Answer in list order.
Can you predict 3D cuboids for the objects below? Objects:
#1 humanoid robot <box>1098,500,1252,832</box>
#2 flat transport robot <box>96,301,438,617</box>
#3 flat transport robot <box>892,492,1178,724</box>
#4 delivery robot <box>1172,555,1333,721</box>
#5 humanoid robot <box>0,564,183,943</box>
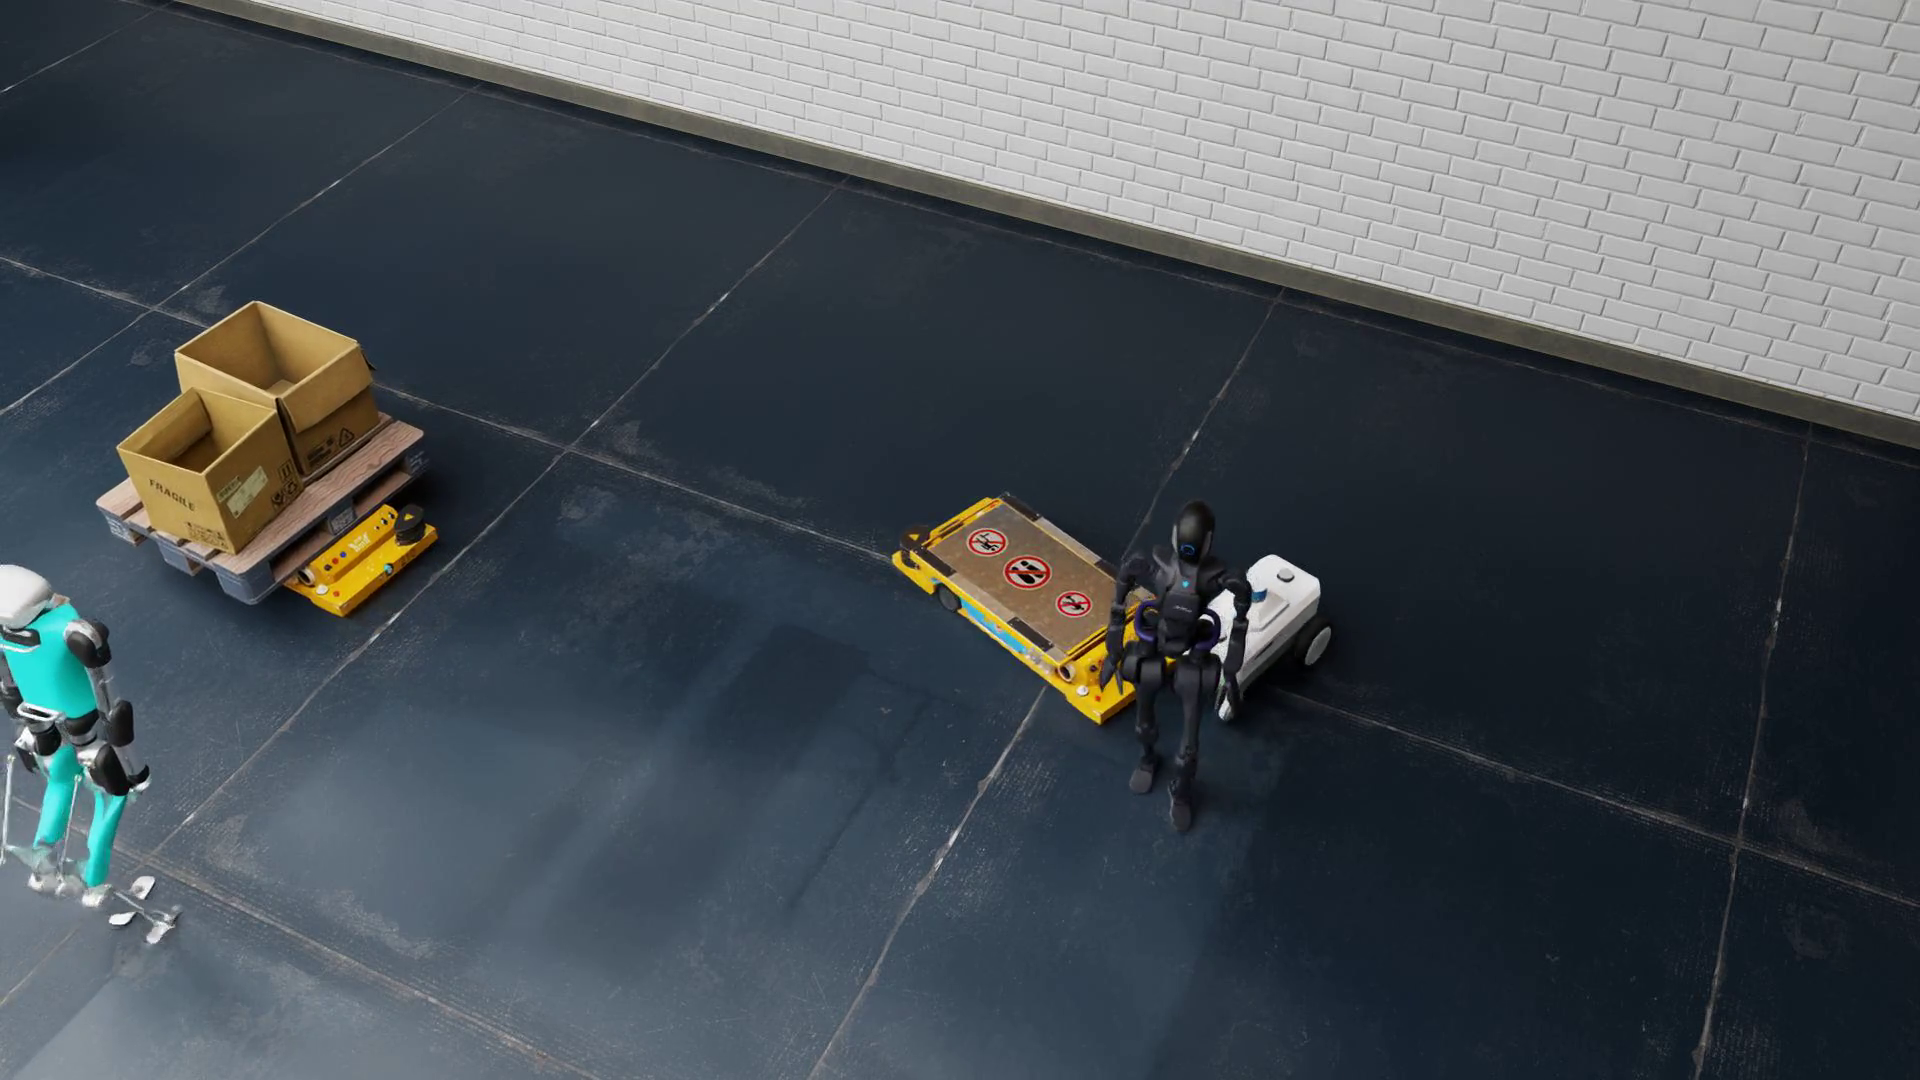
[{"bbox_3d":[0.852,0.493,6.688,0.588,1.644,0.432,7,43,8],"label":"humanoid robot"},{"bbox_3d":[-3.401,-0.123,8.388,1.431,0.231,0.659,22,47,22],"label":"flat transport robot"},{"bbox_3d":[0.384,0.271,7.963,0.659,0.231,1.431,-32,52,-30],"label":"flat transport robot"},{"bbox_3d":[1.331,0.406,7.614,0.499,0.603,0.803,32,52,30],"label":"delivery robot"},{"bbox_3d":[-3.342,0.940,6.184,0.539,1.824,0.678,12,44,13],"label":"humanoid robot"}]
